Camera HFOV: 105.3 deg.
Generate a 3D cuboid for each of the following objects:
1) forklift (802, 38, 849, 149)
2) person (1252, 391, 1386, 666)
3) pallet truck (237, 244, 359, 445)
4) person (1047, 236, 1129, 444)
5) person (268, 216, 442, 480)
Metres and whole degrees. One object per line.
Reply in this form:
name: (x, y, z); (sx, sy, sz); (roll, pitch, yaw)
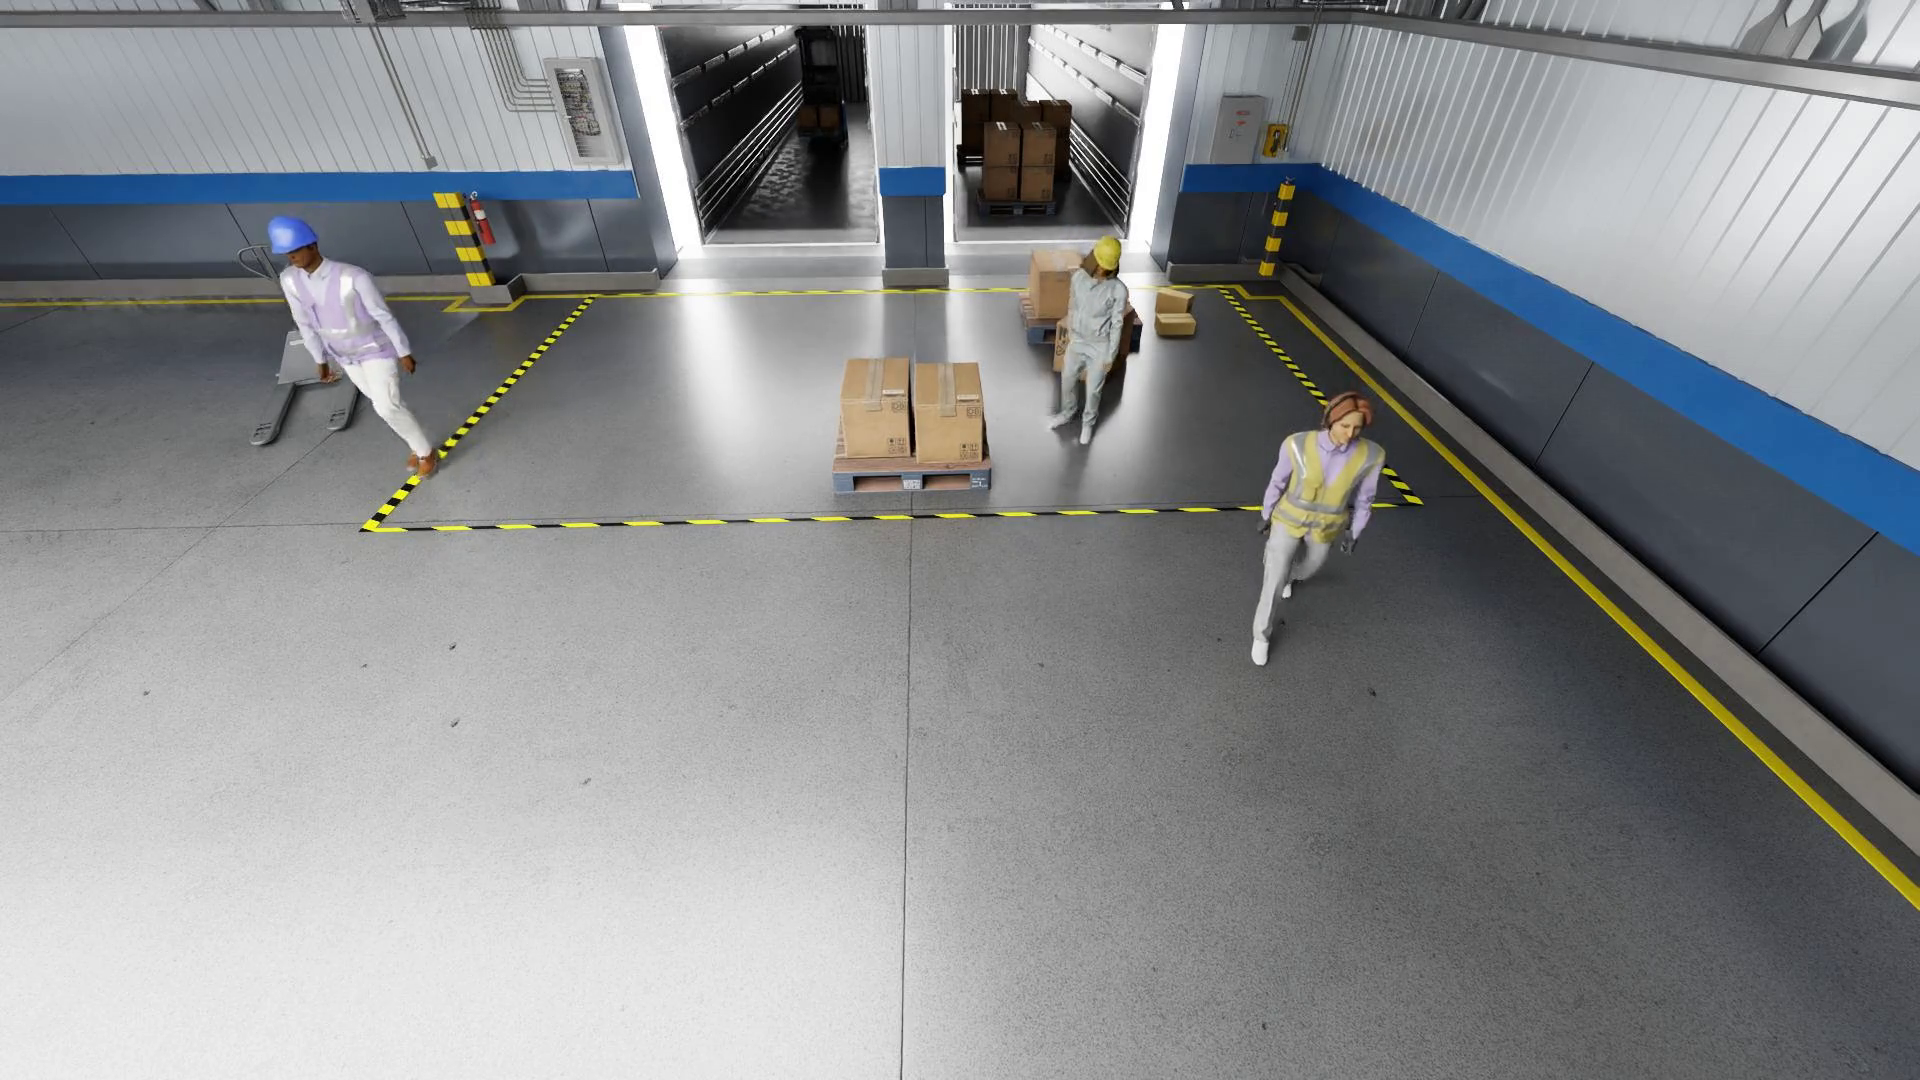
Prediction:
forklift: (-2.866, -9.593, 15.626); (0.716, 2.013, 0.776); (-1, 38, -1)
person: (1.912, -0.112, 4.026); (0.521, 1.603, 0.816); (11, 40, 13)
pallet truck: (-5.915, -1.733, 6.366); (0.680, 1.201, 1.601); (-18, 42, -21)
person: (0.996, -1.534, 5.740); (0.596, 1.698, 0.428); (26, 45, 29)
person: (-4.331, -1.331, 5.301); (0.604, 1.932, 0.454); (3, 39, 4)
